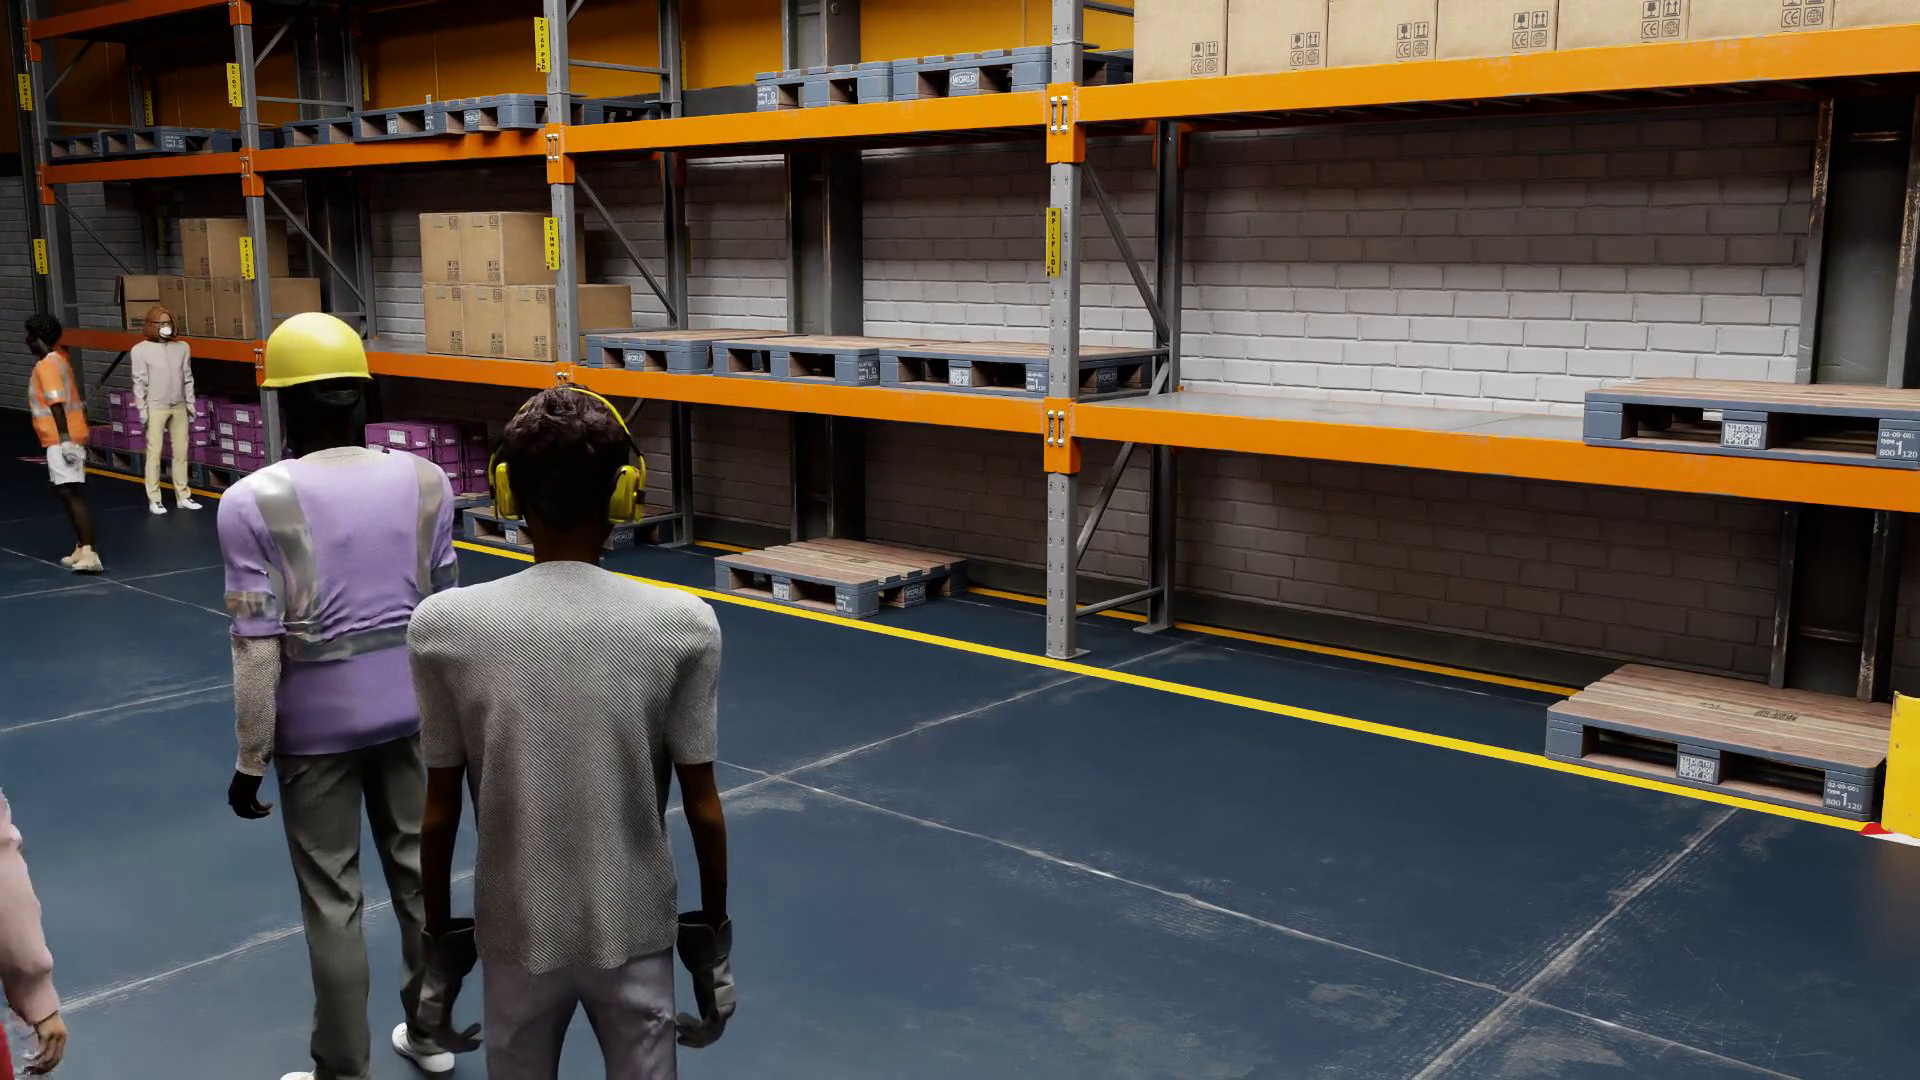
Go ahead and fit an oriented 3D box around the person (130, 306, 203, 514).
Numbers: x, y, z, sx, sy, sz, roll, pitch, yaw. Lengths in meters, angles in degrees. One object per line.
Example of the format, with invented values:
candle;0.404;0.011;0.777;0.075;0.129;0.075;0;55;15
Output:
person;-6.243;-1.019;13.072;0.284;1.624;0.501;6;11;29

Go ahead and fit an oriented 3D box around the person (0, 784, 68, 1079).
person;-1.791;0.739;2.797;0.591;1.707;0.805;-3;10;-15

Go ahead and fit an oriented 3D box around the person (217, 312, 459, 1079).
person;-1.480;0.423;3.999;0.379;1.923;0.595;8;13;37

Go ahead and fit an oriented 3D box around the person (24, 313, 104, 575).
person;-5.738;-0.614;10.659;0.386;1.658;0.677;-4;11;-23

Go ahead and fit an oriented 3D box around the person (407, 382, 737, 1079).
person;-0.634;0.677;2.750;0.521;1.861;0.317;-2;10;-9
